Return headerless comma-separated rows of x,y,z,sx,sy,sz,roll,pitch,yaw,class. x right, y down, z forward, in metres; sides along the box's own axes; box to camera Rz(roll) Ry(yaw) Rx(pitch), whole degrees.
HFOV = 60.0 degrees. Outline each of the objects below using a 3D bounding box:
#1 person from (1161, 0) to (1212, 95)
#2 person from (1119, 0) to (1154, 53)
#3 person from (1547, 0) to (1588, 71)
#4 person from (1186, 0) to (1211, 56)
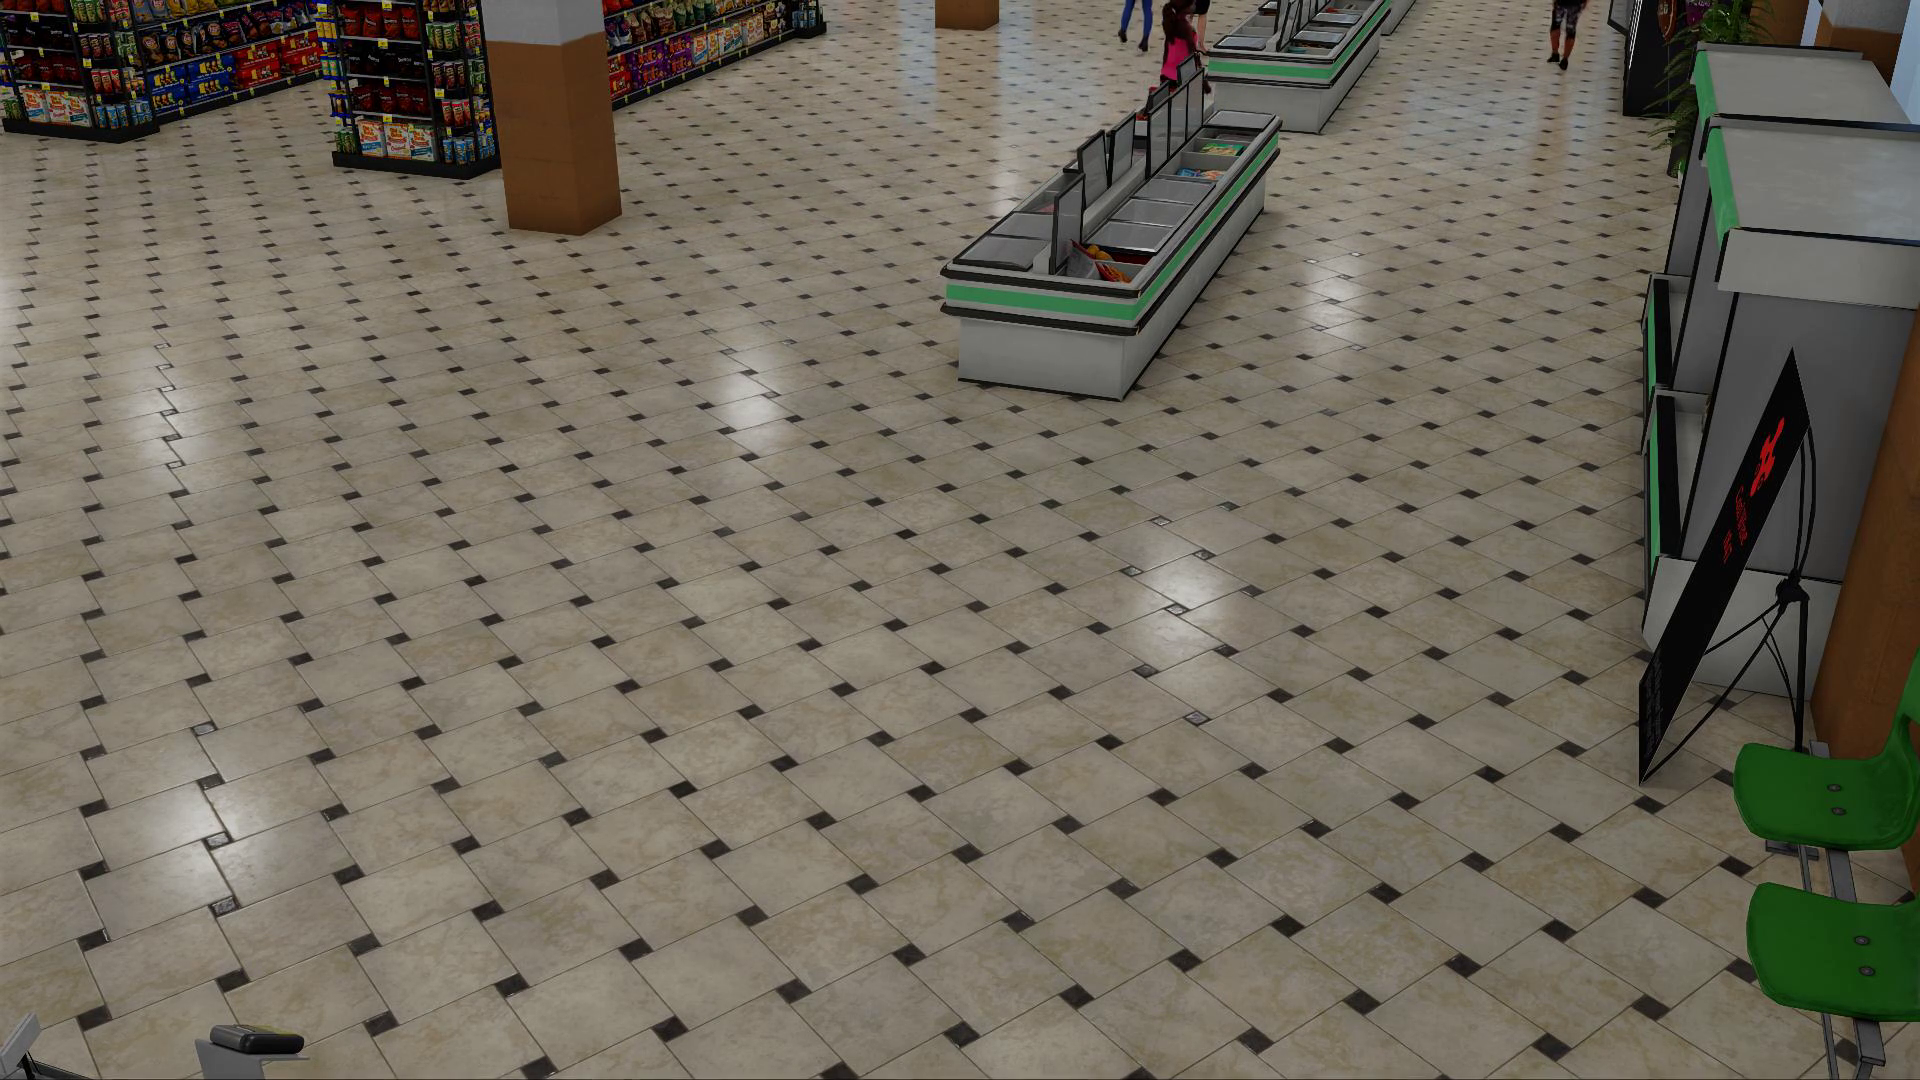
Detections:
1.881,-4.160,15.256,1.005,1.677,1.083,-7,28,-14,person
2.294,-6.910,20.713,0.903,1.644,1.115,-4,27,-8,person
7.286,-6.442,19.775,0.660,1.658,0.698,4,27,8,person
2.961,-6.917,20.615,0.672,1.746,0.667,-22,34,-36,person
